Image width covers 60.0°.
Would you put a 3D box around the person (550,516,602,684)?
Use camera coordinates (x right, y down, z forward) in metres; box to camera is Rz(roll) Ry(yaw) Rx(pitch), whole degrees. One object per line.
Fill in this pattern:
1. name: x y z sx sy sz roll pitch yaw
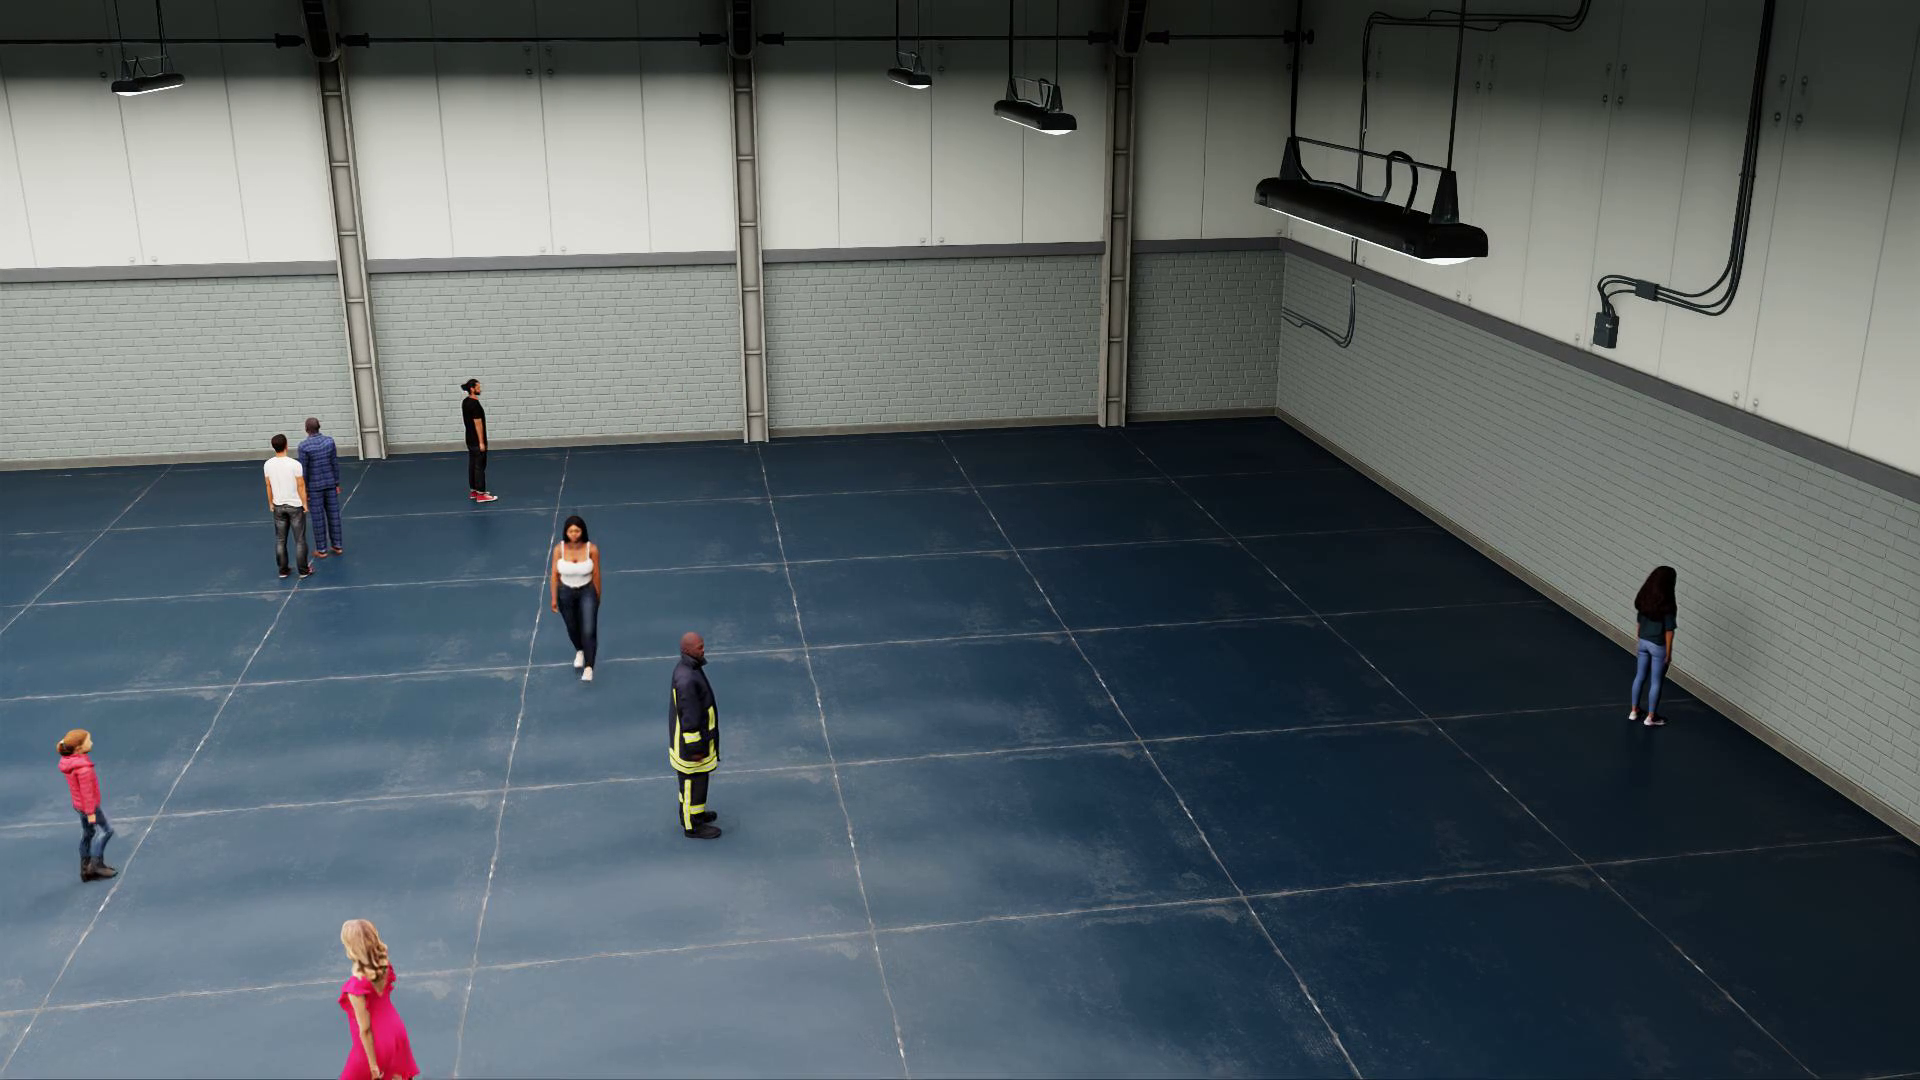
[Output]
1. person: -4.036 0.593 17.542 1.137 1.755 0.797 -1 18 -3

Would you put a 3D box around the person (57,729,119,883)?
1. person: -7.120 2.168 13.429 0.642 1.308 0.615 -15 23 -38

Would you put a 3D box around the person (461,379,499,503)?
1. person: -6.911 -1.429 23.751 0.683 1.756 0.697 -12 22 -33

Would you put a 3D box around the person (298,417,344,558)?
1. person: -8.215 -0.696 21.400 0.696 1.817 0.810 -14 23 -36

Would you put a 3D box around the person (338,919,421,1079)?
1. person: -3.425 3.066 10.048 1.113 1.692 0.886 6 19 17

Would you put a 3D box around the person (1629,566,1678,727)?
1. person: 6.849 1.033 16.417 0.689 1.616 0.675 -10 20 -27

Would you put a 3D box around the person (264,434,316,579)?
1. person: -8.331 -0.423 20.589 0.531 1.801 0.723 0 18 1

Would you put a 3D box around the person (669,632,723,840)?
1. person: -2.290 1.642 14.214 0.635 1.822 0.728 -3 18 -9
